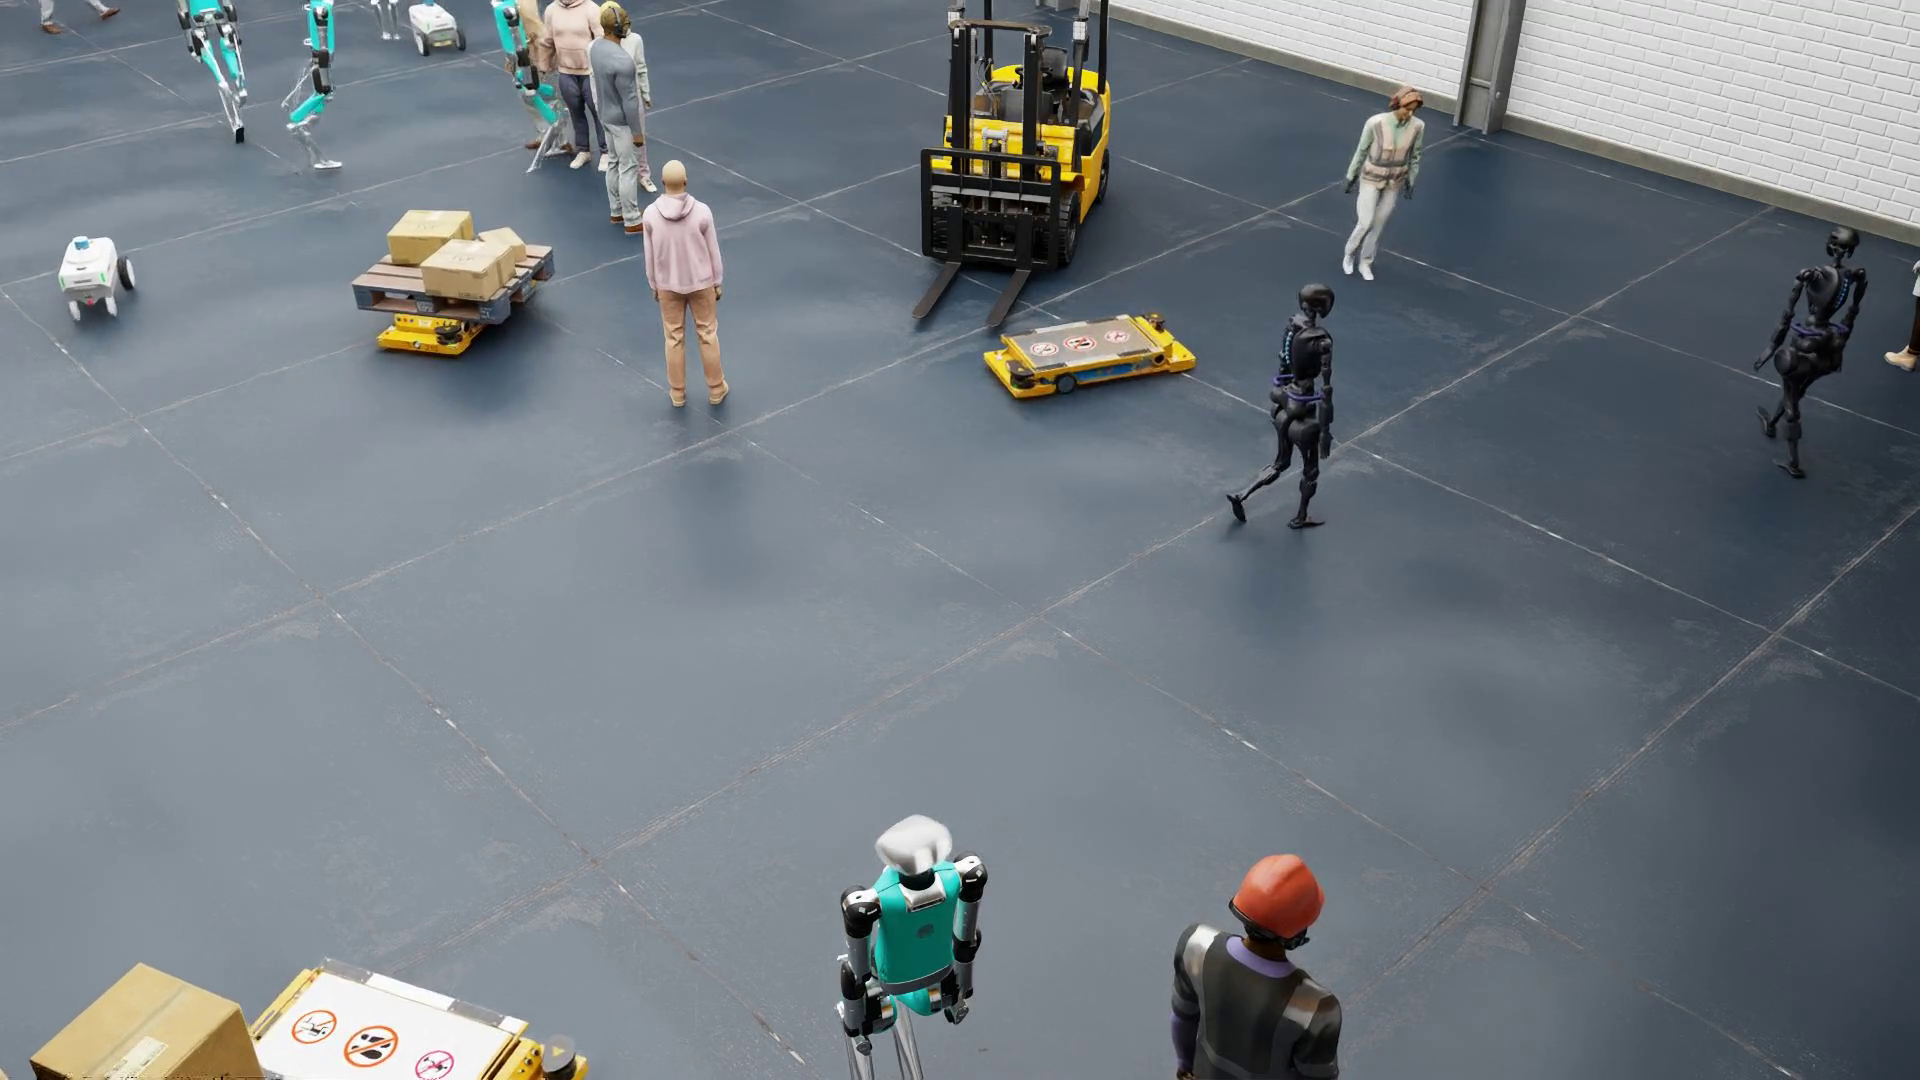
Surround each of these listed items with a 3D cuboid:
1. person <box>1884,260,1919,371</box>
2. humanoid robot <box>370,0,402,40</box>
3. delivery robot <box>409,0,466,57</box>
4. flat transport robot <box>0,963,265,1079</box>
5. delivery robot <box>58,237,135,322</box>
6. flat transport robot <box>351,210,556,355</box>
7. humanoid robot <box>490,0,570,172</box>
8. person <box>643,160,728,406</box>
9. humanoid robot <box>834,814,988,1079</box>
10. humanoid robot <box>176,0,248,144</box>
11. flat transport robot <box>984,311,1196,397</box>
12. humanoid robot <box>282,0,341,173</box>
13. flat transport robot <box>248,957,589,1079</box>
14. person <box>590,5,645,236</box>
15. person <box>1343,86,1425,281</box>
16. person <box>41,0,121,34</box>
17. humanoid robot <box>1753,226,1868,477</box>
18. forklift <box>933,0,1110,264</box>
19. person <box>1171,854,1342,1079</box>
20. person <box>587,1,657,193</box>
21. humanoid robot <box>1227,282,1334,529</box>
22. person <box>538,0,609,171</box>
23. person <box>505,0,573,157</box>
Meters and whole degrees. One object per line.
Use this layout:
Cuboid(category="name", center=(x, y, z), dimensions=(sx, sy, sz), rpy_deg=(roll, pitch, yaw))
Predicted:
Cuboid(category="person", center=(7.120, -2.033, 11.987), dimensions=(0.539, 1.695, 0.317), rpy_deg=(-10, 34, -15))
Cuboid(category="humanoid robot", center=(-6.670, -6.571, 18.961), dimensions=(0.531, 1.811, 0.765), rpy_deg=(-10, 34, -15))
Cuboid(category="delivery robot", center=(-5.972, -5.828, 18.886), dimensions=(0.499, 0.613, 0.816), rpy_deg=(-19, 38, -26))
Cuboid(category="flat transport robot", center=(-3.147, 2.574, 6.217), dimensions=(1.431, 0.231, 0.659), rpy_deg=(26, 41, 34))
Cuboid(category="delivery robot", center=(-6.873, -2.108, 13.155), dimensions=(0.499, 0.598, 0.789), rpy_deg=(-10, 34, -15))
Cuboid(category="flat transport robot", center=(-3.915, -1.863, 13.037), dimensions=(0.659, 0.231, 1.431), rpy_deg=(7, 34, 11))
Cuboid(category="humanoid robot", center=(-3.887, -4.332, 15.507), dimensions=(0.755, 1.800, 0.534), rpy_deg=(-16, 36, -23))
Cuboid(category="person", center=(-1.889, -1.744, 11.465), dimensions=(0.522, 1.784, 0.401), rpy_deg=(-3, 33, -5))
Cuboid(category="humanoid robot", center=(-0.262, 1.584, 6.266), dimensions=(0.533, 1.681, 0.735), rpy_deg=(-14, 36, -20))
Cuboid(category="humanoid robot", center=(-7.182, -4.771, 16.174), dimensions=(0.531, 1.767, 0.962), rpy_deg=(-20, 38, -28))
Cuboid(category="flat transport robot", center=(0.957, -1.371, 12.280), dimensions=(1.431, 0.231, 0.659), rpy_deg=(-11, 35, -17))
Cuboid(category="humanoid robot", center=(-6.007, -4.170, 15.331), dimensions=(0.763, 1.895, 0.530), rpy_deg=(-10, 34, -15))
Cuboid(category="flat transport robot", center=(-2.325, 2.171, 6.836), dimensions=(1.431, 0.231, 0.659), rpy_deg=(12, 35, 17))
Cuboid(category="person", center=(-2.878, -3.549, 14.108), dimensions=(0.361, 1.931, 0.628), rpy_deg=(-20, 38, -28))
Cuboid(category="person", center=(3.370, -2.839, 13.292), dimensions=(0.582, 1.611, 0.376), rpy_deg=(-5, 33, -8))
Cuboid(category="person", center=(-10.433, -6.759, 19.342), dimensions=(0.908, 1.586, 0.537), rpy_deg=(-13, 35, -19))
Cuboid(category="humanoid robot", center=(5.523, -1.288, 10.891), dimensions=(0.595, 1.631, 0.757), rpy_deg=(-6, 34, -9))
Cuboid(category="forklift", center=(0.570, -3.725, 14.138), dimensions=(1.214, 2.155, 2.313), rpy_deg=(9, 34, 13))
Cuboid(category="person", center=(0.995, 1.860, 5.691), dimensions=(0.605, 2.044, 0.371), rpy_deg=(22, 39, 30))
Cuboid(category="person", center=(-3.020, -3.934, 14.861), dimensions=(0.531, 1.753, 0.340), rpy_deg=(-17, 37, -24))
Cuboid(category="humanoid robot", center=(2.010, -0.786, 10.103), dimensions=(0.600, 1.632, 0.613), rpy_deg=(-11, 35, -16))
Cuboid(category="person", center=(-3.516, -4.371, 15.440), dimensions=(0.811, 1.856, 0.436), rpy_deg=(6, 34, 9))
Cuboid(category="person", center=(-4.051, -4.569, 15.754), dimensions=(0.436, 1.843, 0.701), rpy_deg=(-26, 41, -34))
